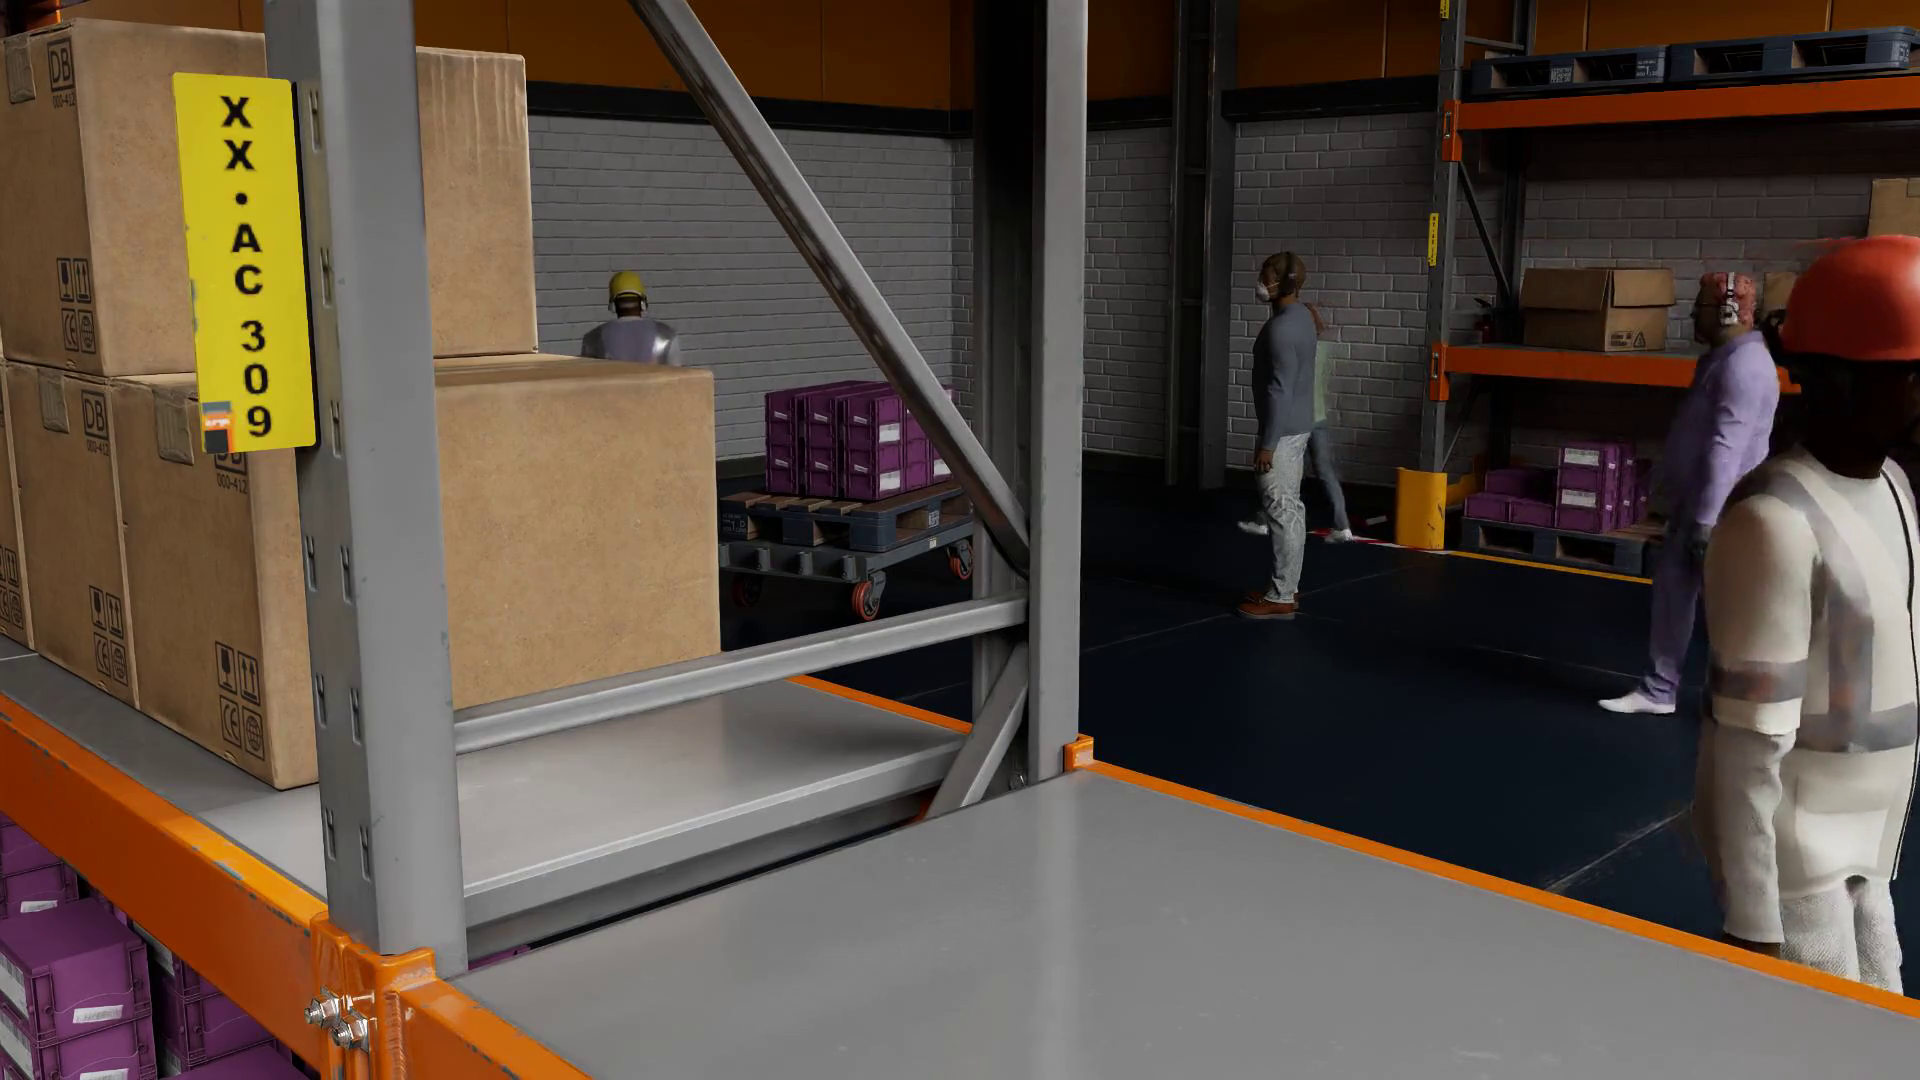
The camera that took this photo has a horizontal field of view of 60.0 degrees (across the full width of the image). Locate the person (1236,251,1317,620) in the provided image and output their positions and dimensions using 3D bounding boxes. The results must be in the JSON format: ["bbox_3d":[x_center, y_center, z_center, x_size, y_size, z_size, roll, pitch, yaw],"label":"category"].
[{"bbox_3d":[1.686,-0.547,8.806,0.372,1.940,0.631,4,11,19],"label":"person"}]

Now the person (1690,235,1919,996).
[{"bbox_3d":[1.396,0.500,2.865,0.635,2.022,0.622,10,14,43],"label":"person"}]

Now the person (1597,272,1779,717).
[{"bbox_3d":[3.154,-0.144,6.766,0.842,1.883,0.637,3,11,16],"label":"person"}]

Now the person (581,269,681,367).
[{"bbox_3d":[-1.944,-0.696,9.925,0.627,1.818,0.501,-1,10,-6],"label":"person"}]

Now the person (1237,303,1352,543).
[{"bbox_3d":[2.267,-0.772,11.012,0.503,1.586,0.865,-8,13,-37],"label":"person"}]
